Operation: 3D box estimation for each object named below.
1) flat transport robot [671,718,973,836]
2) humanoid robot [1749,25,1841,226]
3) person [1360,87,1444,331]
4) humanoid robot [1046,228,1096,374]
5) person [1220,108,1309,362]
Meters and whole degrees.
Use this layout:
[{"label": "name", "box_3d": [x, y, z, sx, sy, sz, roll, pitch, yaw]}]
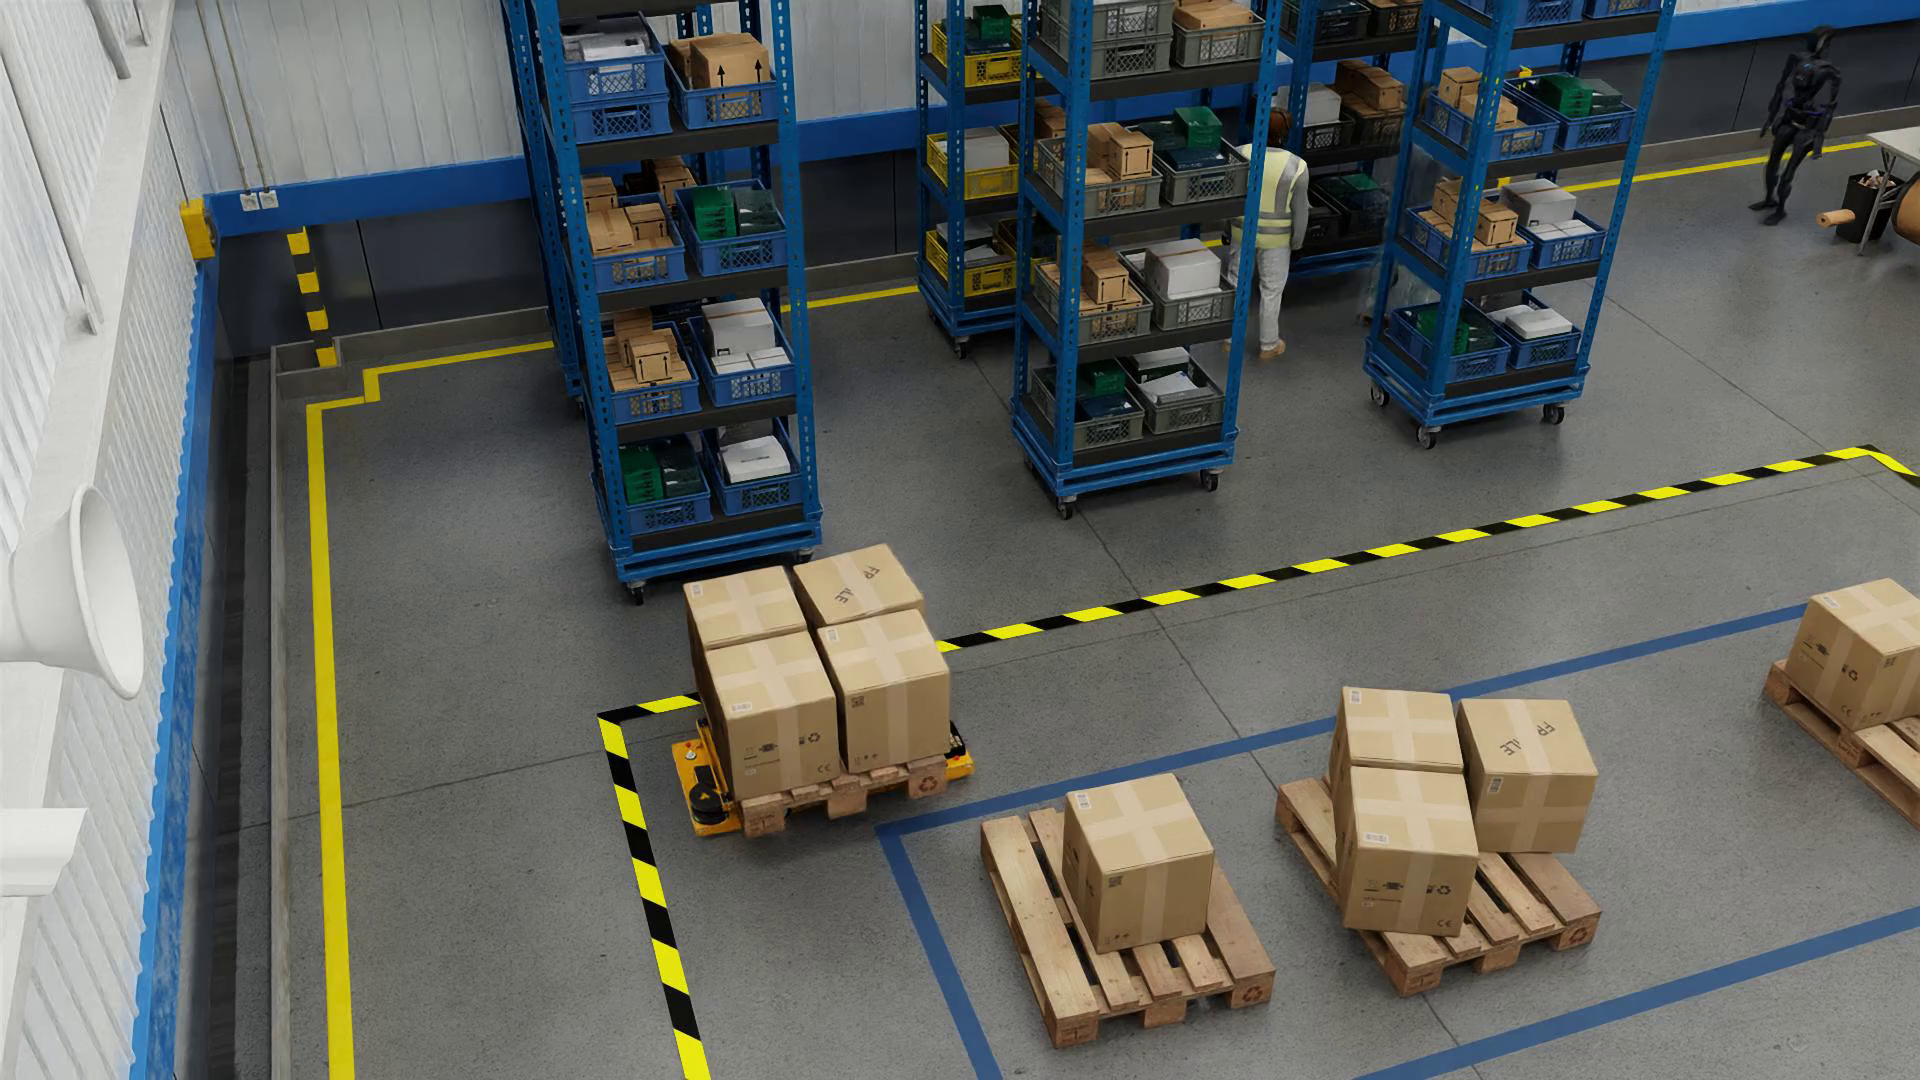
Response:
[{"label": "flat transport robot", "box_3d": [-0.713, 1.074, 8.509, 1.431, 0.197, 0.652, -11, 37, -15]}, {"label": "humanoid robot", "box_3d": [6.930, -3.419, 13.682, 0.407, 1.643, 0.602, -17, 39, -23]}, {"label": "person", "box_3d": [3.344, -2.324, 11.916, 0.753, 1.911, 0.648, 9, 36, 12]}, {"label": "humanoid robot", "box_3d": [0.721, -1.564, 11.057, 0.426, 1.646, 0.601, -12, 37, -17]}, {"label": "person", "box_3d": [2.134, -2.147, 11.739, 0.631, 1.837, 0.429, 17, 39, 23]}]
